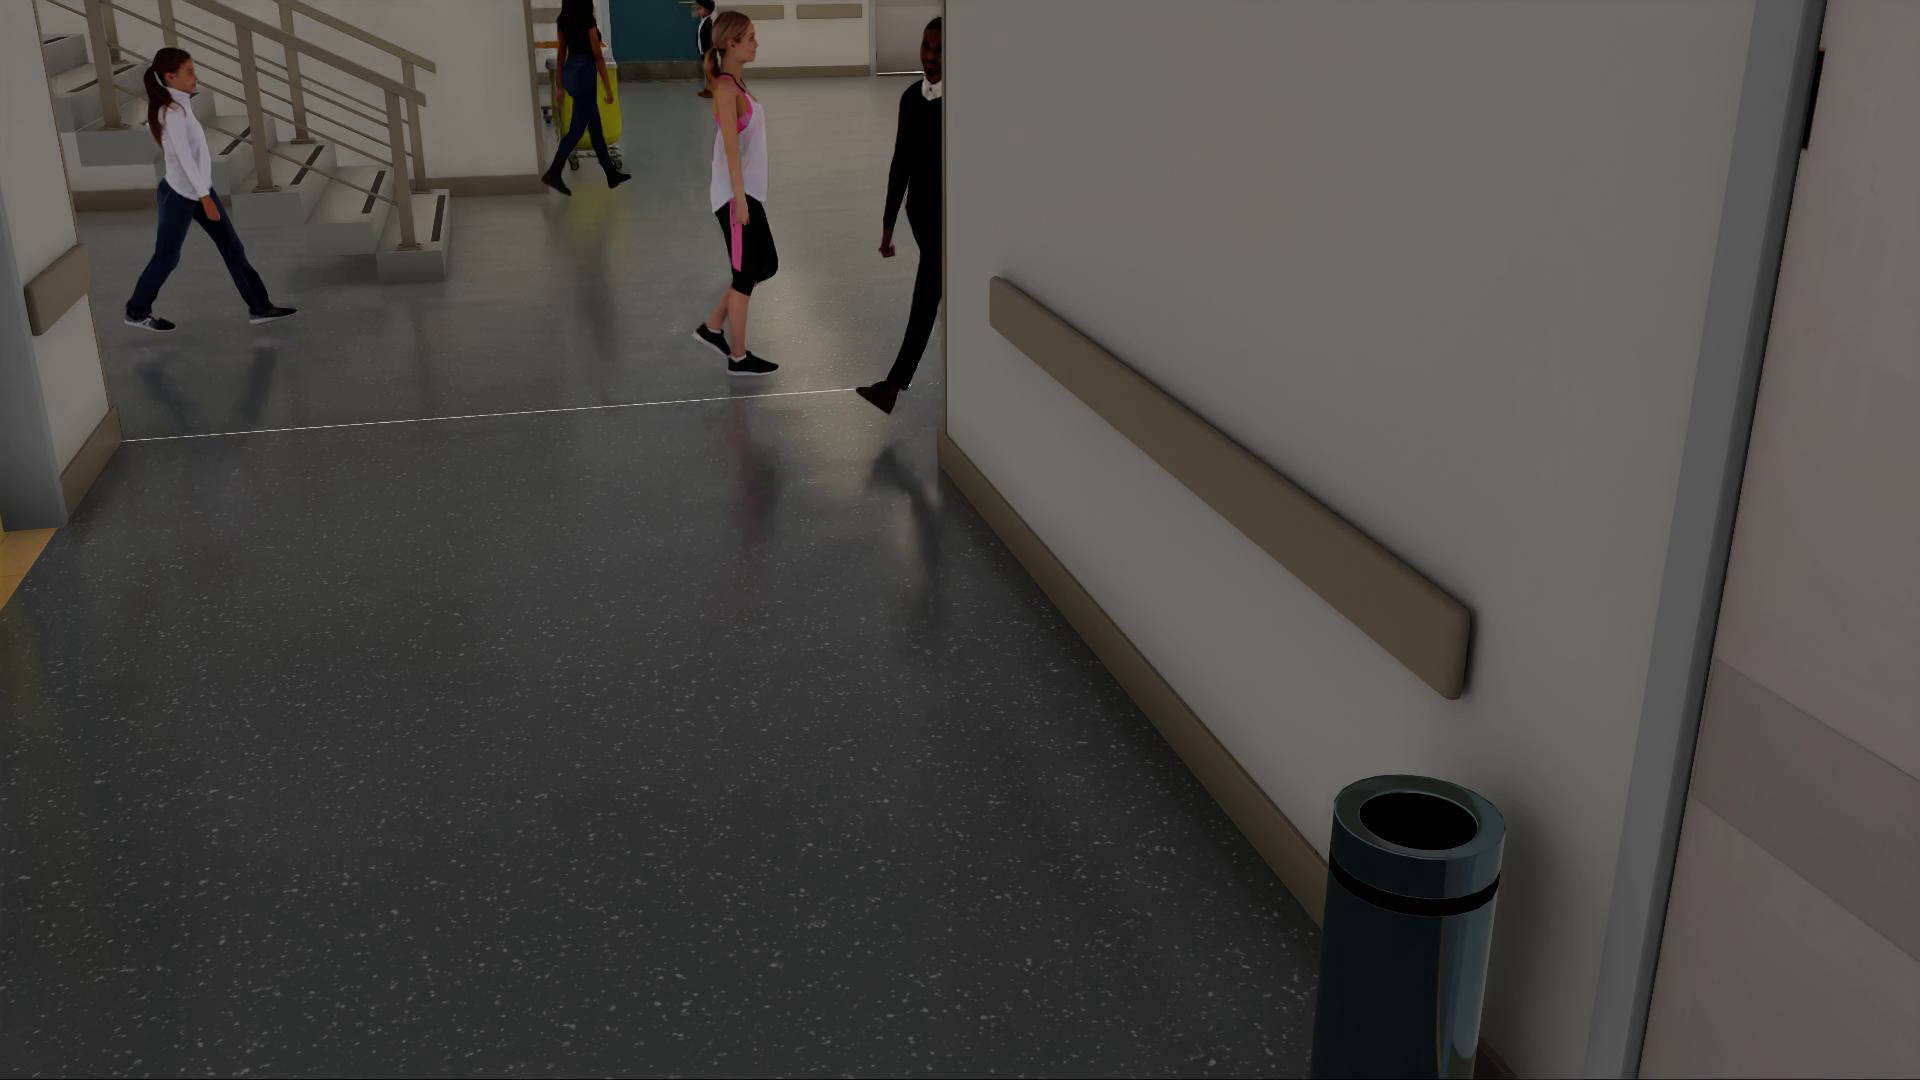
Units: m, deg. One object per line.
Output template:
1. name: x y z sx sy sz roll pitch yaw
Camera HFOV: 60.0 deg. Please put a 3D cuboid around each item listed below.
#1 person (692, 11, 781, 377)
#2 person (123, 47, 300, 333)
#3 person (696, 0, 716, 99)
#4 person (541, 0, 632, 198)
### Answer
1. person: -1.178 -1.665 8.175 0.751 1.777 0.718 0 21 -1
2. person: -4.275 -1.839 9.008 1.102 1.512 0.533 -5 21 -13
3. person: -3.170 -6.194 20.912 0.492 1.225 0.515 -7 22 -18
4. person: -3.140 -3.648 13.531 1.115 1.691 1.248 17 27 38
